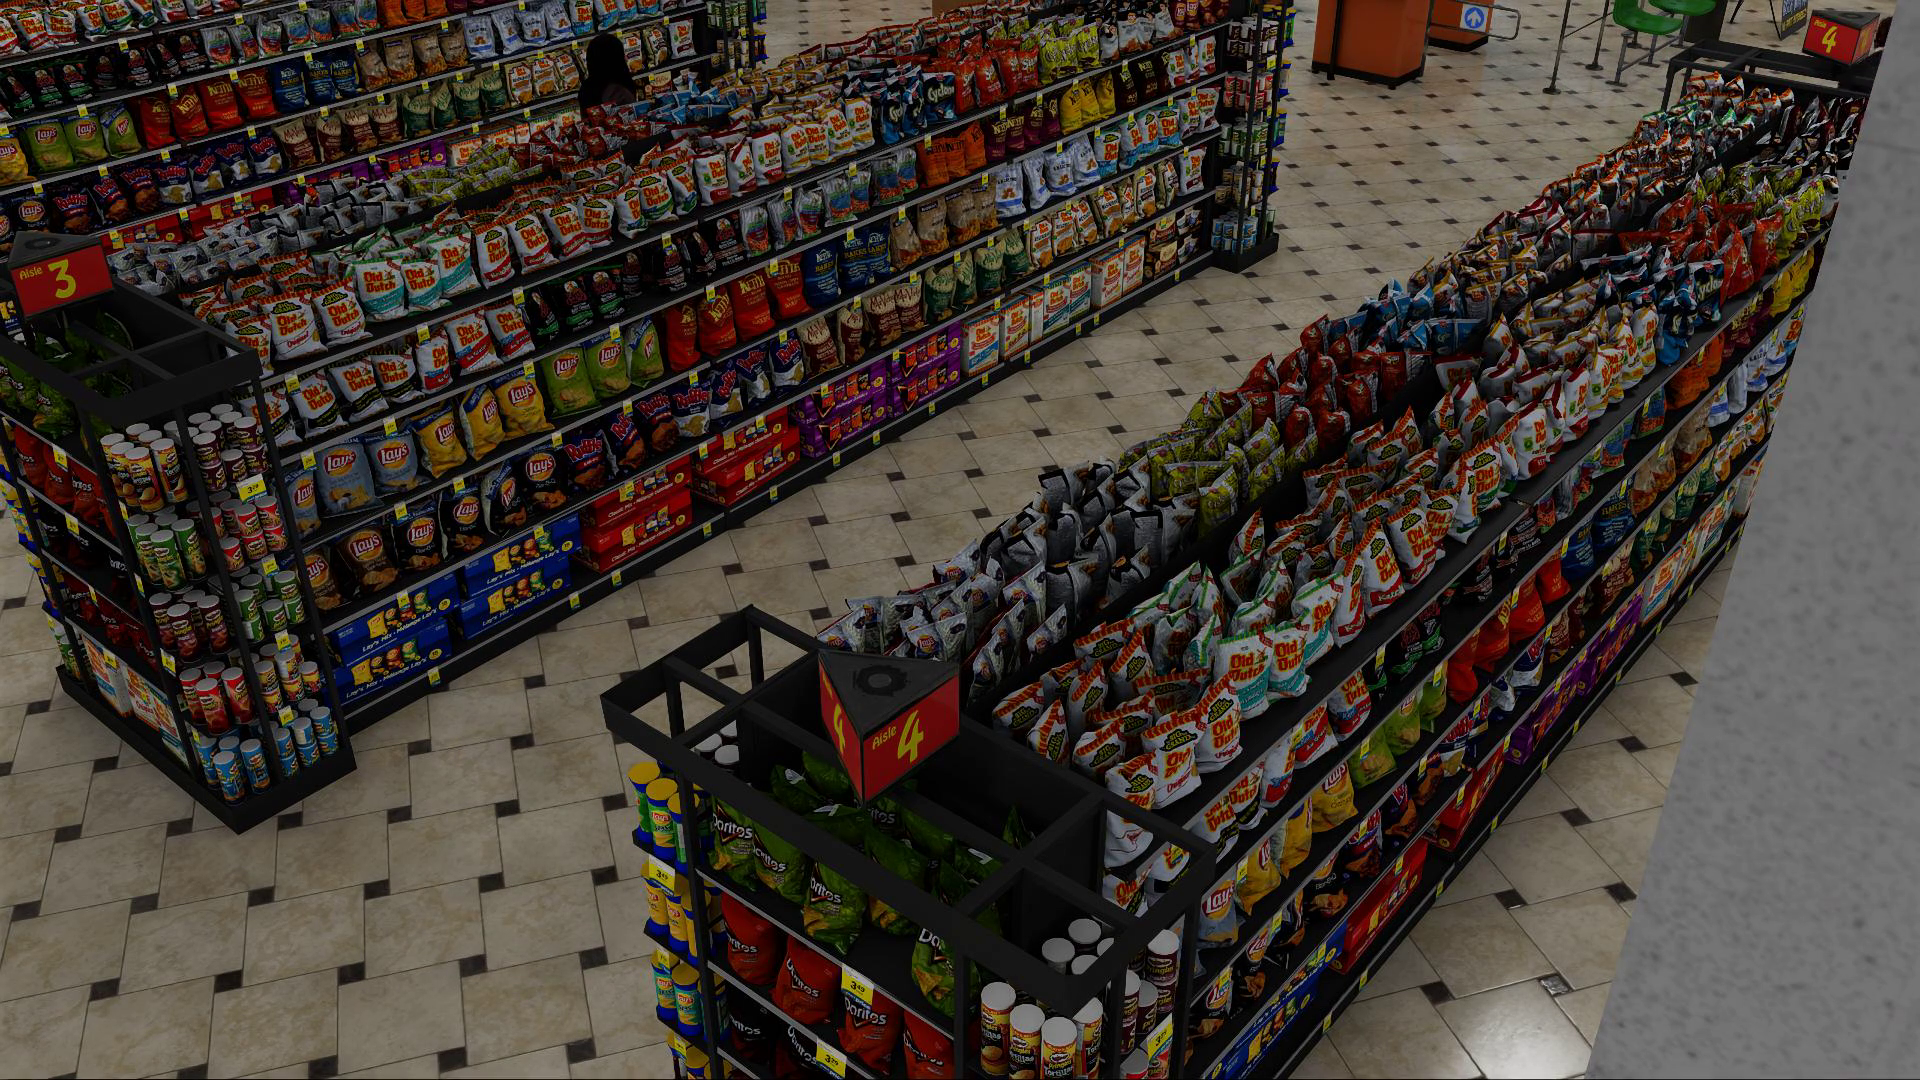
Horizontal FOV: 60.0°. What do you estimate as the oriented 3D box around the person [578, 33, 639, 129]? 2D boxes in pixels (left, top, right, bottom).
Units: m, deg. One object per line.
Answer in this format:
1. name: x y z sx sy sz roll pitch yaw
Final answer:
1. person: -2.201 -2.341 10.761 0.660 1.842 0.616 20 37 29
